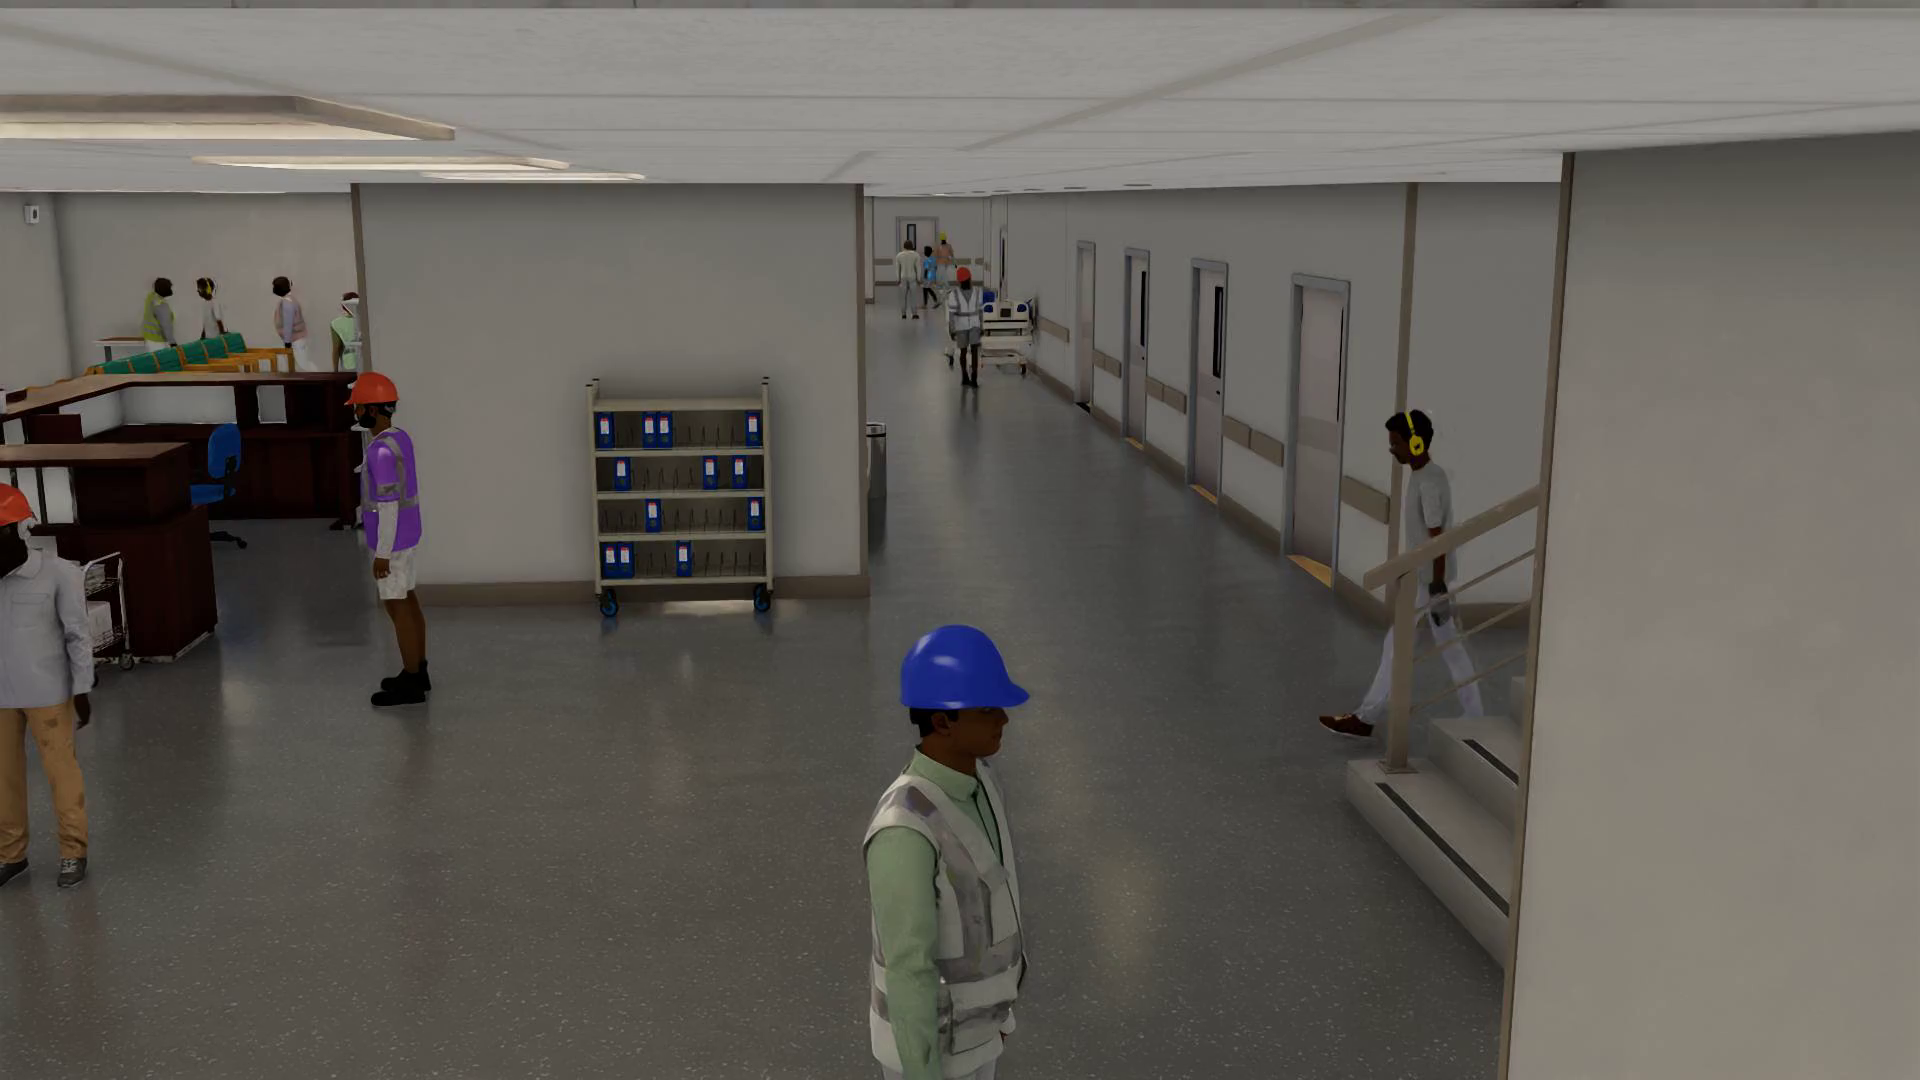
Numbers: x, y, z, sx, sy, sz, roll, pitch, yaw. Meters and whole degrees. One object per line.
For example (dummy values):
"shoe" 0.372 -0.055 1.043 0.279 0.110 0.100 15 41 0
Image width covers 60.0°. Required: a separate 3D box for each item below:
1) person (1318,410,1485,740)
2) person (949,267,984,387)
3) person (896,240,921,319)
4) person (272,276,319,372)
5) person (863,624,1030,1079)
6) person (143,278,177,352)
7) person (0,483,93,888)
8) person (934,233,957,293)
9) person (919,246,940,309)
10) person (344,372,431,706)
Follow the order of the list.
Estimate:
"person" 2.418 0.208 8.901 0.966 1.810 0.648 3 12 15
"person" 0.123 -3.321 25.987 0.594 1.872 0.898 -2 12 -9
"person" -1.268 -6.420 40.985 0.627 1.940 0.370 2 12 11
"person" -9.858 -3.011 24.701 0.883 1.804 0.632 -6 13 -27
"person" -0.030 1.151 3.958 0.380 1.951 0.605 3 12 14
"person" -11.692 -2.961 24.481 0.797 1.786 0.688 -6 13 -25
"person" -3.964 0.622 7.024 0.561 1.753 0.332 -1 12 -4
"person" -0.446 -8.657 52.081 0.629 1.864 1.013 -9 14 -36
"person" -0.850 -7.056 44.704 0.443 1.700 0.554 5 12 22
"person" -3.319 -0.005 9.636 0.376 1.935 0.550 -1 12 -6
